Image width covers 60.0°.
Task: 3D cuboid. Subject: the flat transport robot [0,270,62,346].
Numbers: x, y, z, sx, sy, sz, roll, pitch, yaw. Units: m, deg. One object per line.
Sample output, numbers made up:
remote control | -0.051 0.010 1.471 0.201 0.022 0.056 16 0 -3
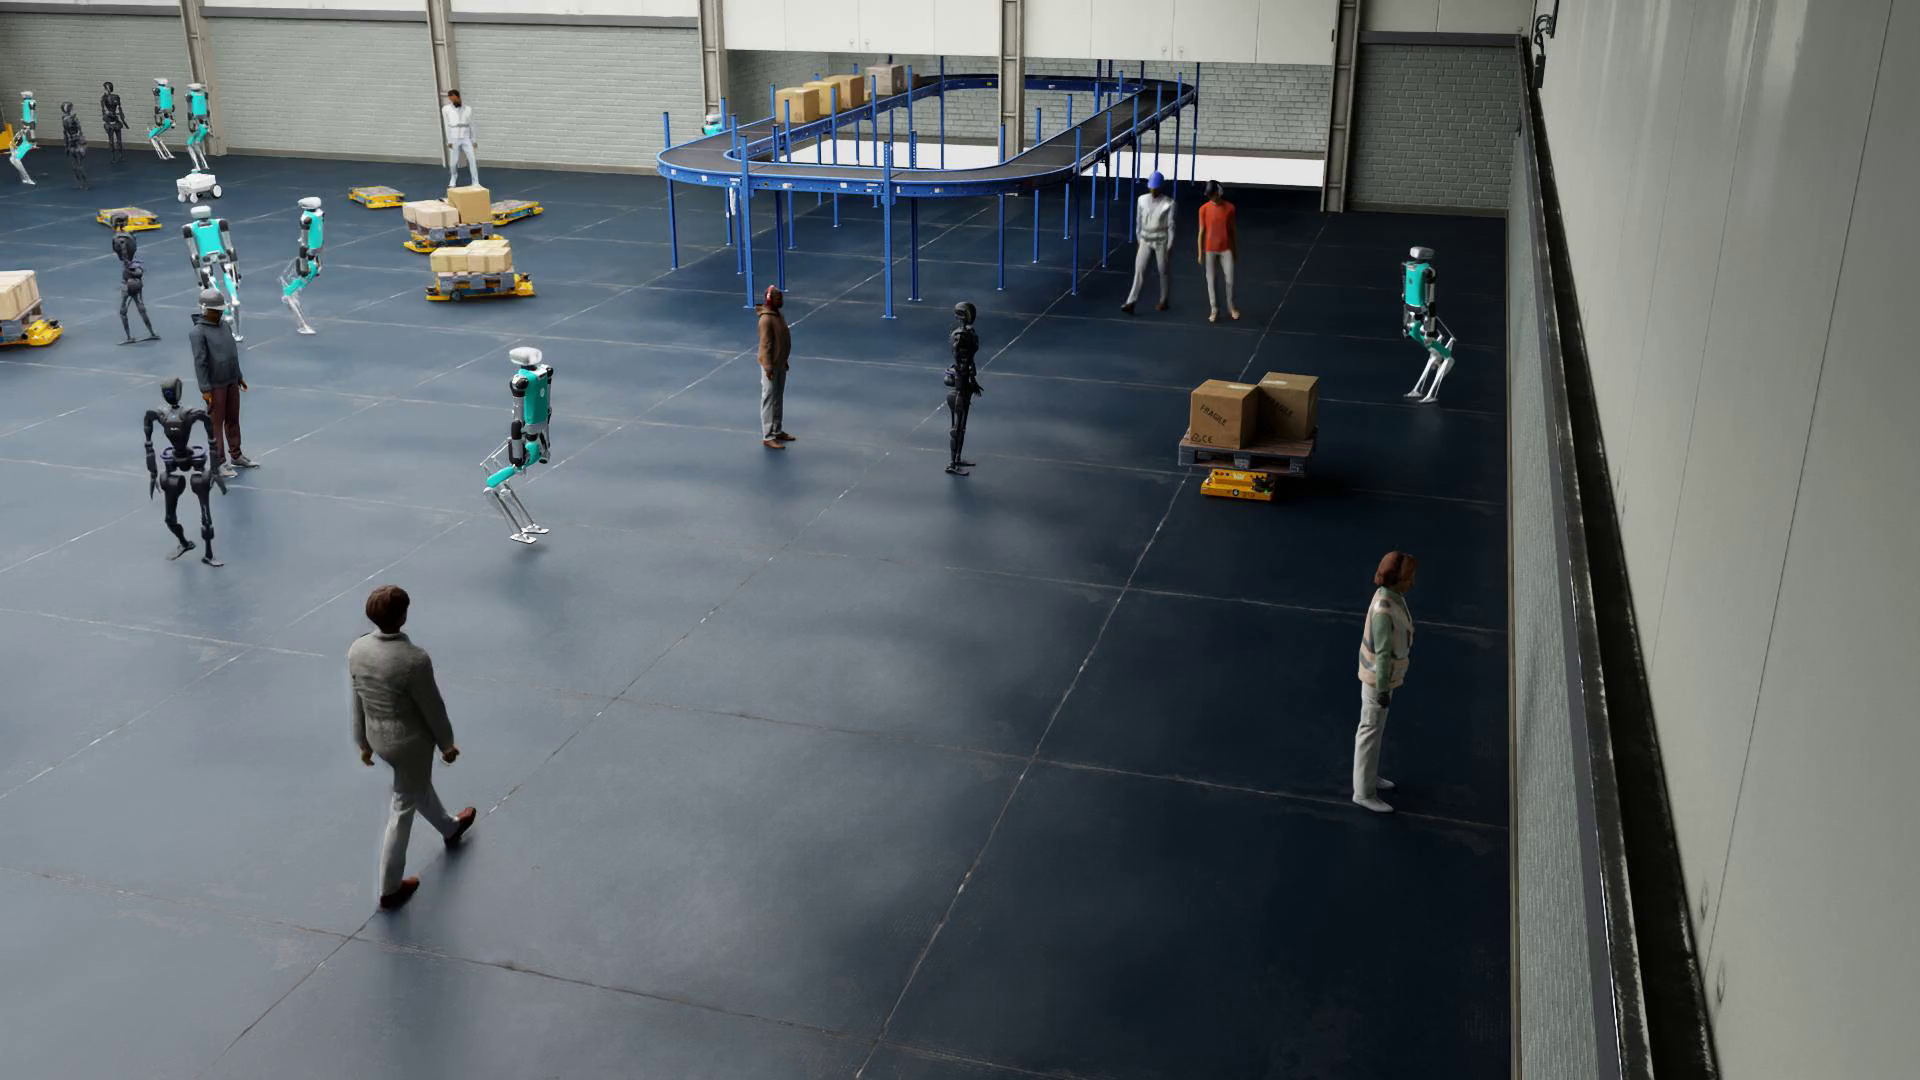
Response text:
flat transport robot | -12.120 -2.564 20.828 1.431 0.231 0.659 -5 22 -13

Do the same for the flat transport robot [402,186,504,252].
flat transport robot | -8.152 -4.838 26.726 1.431 0.231 0.659 -15 26 -34

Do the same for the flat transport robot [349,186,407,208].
flat transport robot | -10.668 -6.278 30.461 0.659 0.231 1.431 -14 25 -32

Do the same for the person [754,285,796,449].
person | -1.884 -1.761 16.818 0.332 1.651 0.460 6 22 16

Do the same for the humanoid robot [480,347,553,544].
humanoid robot | -3.792 -0.816 14.075 0.735 1.671 0.533 6 22 16

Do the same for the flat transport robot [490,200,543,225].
flat transport robot | -7.921 -5.703 28.969 0.659 0.231 1.431 6 22 16

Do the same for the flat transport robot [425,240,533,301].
flat transport robot | -6.767 -3.558 23.407 1.431 0.231 0.659 -6 22 -16

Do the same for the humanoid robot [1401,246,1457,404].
humanoid robot | 5.161 -2.362 18.168 0.743 1.714 0.530 -8 22 -19

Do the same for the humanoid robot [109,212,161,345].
humanoid robot | -10.365 -3.266 20.695 0.498 1.640 0.599 -8 23 -20

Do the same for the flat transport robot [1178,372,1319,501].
flat transport robot | 2.769 -0.708 16.015 0.659 0.231 1.431 6 22 16

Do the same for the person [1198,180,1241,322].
person | 3.400 -3.776 21.750 0.593 1.869 0.516 2 21 6

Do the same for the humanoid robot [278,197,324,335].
humanoid robot | -8.421 -3.448 21.113 0.808 1.790 0.547 1 21 2

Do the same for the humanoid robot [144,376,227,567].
humanoid robot | -6.388 -0.582 13.738 0.609 1.648 0.471 -4 21 -11

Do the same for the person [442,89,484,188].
person | -9.529 -7.666 31.813 0.629 1.878 0.660 -15 26 -34

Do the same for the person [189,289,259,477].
person | -7.103 -1.522 15.985 0.377 1.808 0.541 6 22 16

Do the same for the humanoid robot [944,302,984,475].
humanoid robot | 0.032 -1.485 16.051 0.315 1.657 0.599 6 22 16

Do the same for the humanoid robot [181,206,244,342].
humanoid robot | -9.102 -3.187 20.442 0.593 1.734 1.025 -13 24 -29

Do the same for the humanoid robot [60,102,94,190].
humanoid robot | -16.857 -7.510 31.730 0.609 1.659 0.348 13 24 29

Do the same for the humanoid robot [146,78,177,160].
humanoid robot | -16.806 -8.832 34.866 0.735 1.671 0.533 6 22 16

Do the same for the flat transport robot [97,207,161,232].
flat transport robot | -14.174 -5.461 28.342 0.659 0.231 1.431 -17 27 -37

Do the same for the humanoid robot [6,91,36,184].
humanoid robot | -18.323 -7.818 32.444 0.790 1.778 0.538 -18 28 -39

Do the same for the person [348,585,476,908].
person | -3.053 1.082 9.272 0.537 1.783 0.943 9 23 21

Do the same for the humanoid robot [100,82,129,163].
humanoid robot | -17.829 -8.809 35.048 0.315 1.657 0.599 6 22 16

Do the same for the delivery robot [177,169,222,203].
delivery robot | -14.118 -6.564 30.765 0.499 0.566 0.739 6 22 16

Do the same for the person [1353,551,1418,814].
person | 2.564 0.840 10.092 0.308 1.639 0.514 6 22 16

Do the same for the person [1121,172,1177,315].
person | 2.554 -3.937 22.125 0.625 1.891 0.968 13 25 30

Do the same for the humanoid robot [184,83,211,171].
humanoid robot | -15.687 -8.462 34.076 0.716 1.772 0.530 10 23 24

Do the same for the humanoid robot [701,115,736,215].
humanoid robot | -4.110 -6.607 29.296 0.542 1.778 0.790 16 26 36
